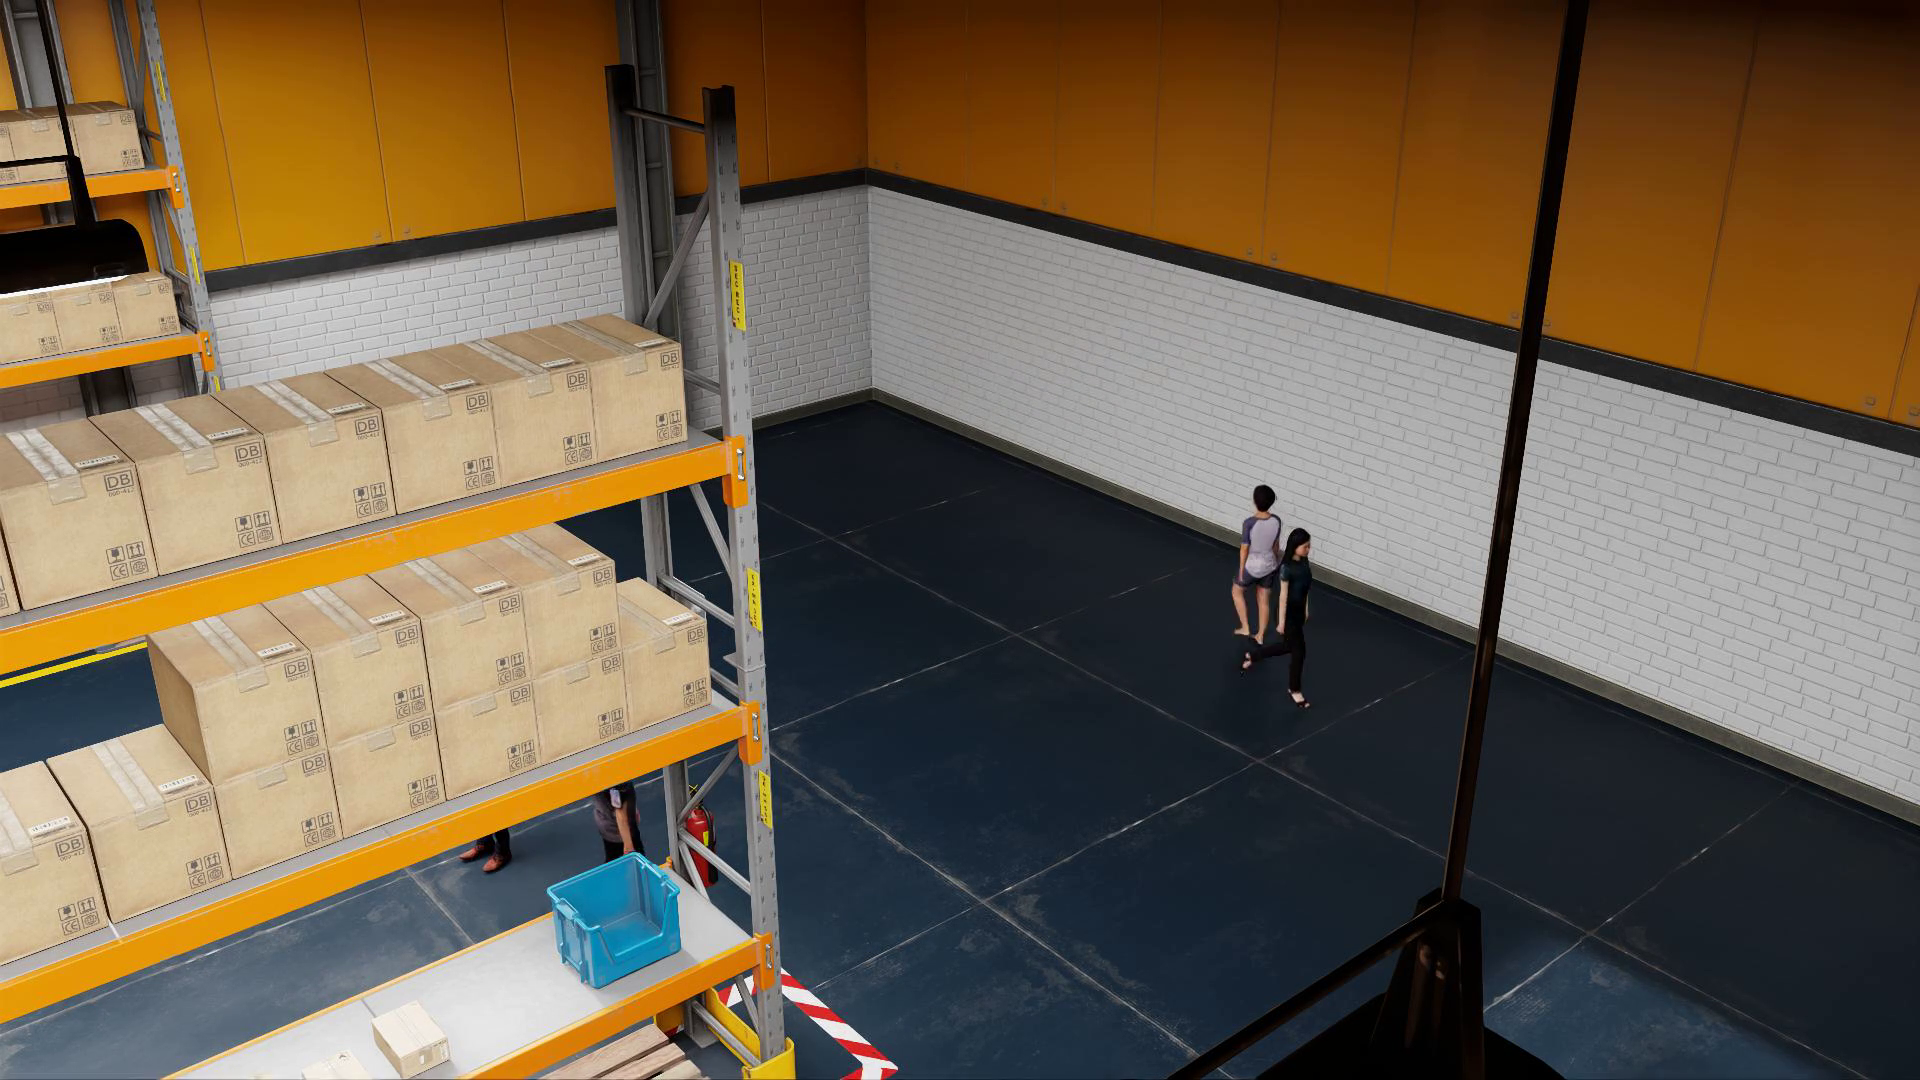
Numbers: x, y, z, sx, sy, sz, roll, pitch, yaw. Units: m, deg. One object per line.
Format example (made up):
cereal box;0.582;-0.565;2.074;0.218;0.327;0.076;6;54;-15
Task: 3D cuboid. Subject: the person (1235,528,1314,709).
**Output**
person;2.743;0.651;14.216;0.848;1.704;0.945;12;26;26

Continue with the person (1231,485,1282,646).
person;2.772;0.262;15.300;0.630;1.549;0.731;-7;25;-16
